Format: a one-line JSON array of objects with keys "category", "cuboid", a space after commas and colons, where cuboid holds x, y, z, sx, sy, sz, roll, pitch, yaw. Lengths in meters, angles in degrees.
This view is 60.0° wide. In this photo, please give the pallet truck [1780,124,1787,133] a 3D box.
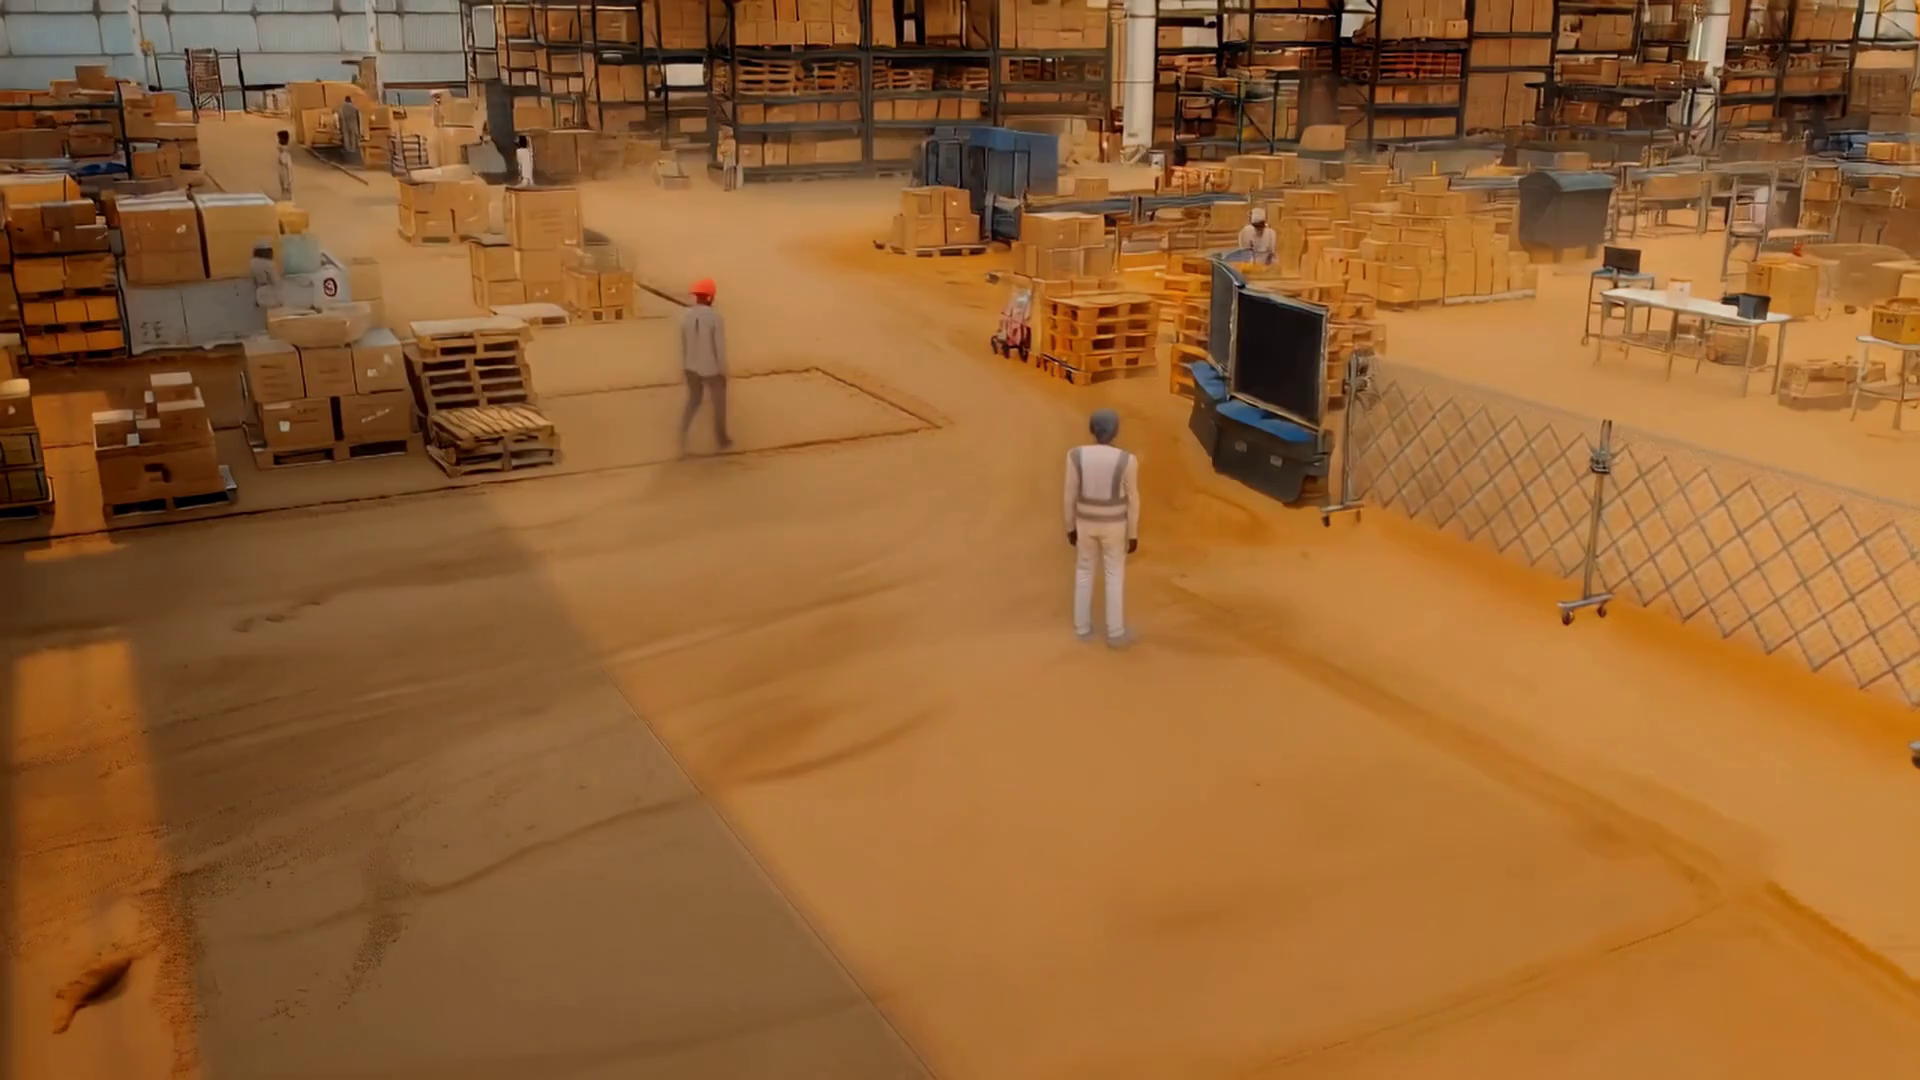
[{"category": "pallet truck", "cuboid": [25.206, -12.542, 52.601, 1.601, 1.201, 0.680, 0, 18, -2]}]

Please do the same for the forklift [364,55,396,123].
[{"category": "forklift", "cuboid": [-24.456, -18.761, 69.323, 1.873, 2.768, 1.129, -9, 20, -26]}]

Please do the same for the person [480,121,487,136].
[{"category": "person", "cuboid": [-13.390, -11.087, 47.344, 0.575, 1.662, 0.403, 7, 19, 22]}]

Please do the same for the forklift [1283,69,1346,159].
[{"category": "forklift", "cuboid": [11.615, -13.871, 54.079, 1.129, 2.768, 1.873, -9, 20, -27]}]

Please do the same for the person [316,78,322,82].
[{"category": "person", "cuboid": [-26.391, -18.080, 68.720, 0.542, 1.938, 0.358, 12, 21, 33]}]

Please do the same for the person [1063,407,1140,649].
[{"category": "person", "cuboid": [1.081, -0.089, 12.715, 0.585, 1.882, 0.337, 6, 19, 19]}]

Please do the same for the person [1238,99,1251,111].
[{"category": "person", "cuboid": [11.485, -17.506, 67.169, 0.952, 1.795, 0.644, -7, 19, -20]}]

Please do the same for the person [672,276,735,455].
[{"category": "person", "cuboid": [-2.842, -1.901, 18.238, 0.614, 1.967, 0.841, 8, 19, 23]}]

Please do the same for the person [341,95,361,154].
[{"category": "person", "cuboid": [-20.494, -13.989, 55.962, 0.627, 1.941, 0.370, 9, 20, 27]}]

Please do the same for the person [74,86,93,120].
[{"category": "person", "cuboid": [-33.004, -16.123, 62.653, 0.639, 1.922, 0.764, -3, 18, -8]}]

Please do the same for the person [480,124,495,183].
[{"category": "person", "cuboid": [-13.148, -10.783, 46.465, 0.530, 1.625, 0.370, -15, 23, -38]}]

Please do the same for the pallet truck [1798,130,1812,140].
[{"category": "pallet truck", "cuboid": [25.526, -11.556, 49.408, 1.630, 1.274, 0.653, -9, 20, -26]}]

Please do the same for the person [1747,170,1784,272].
[{"category": "person", "cuboid": [14.983, -5.916, 30.894, 0.976, 1.880, 0.541, -12, 21, -33]}]

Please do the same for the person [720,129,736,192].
[{"category": "person", "cuboid": [-6.189, -10.132, 44.414, 0.307, 1.645, 0.511, 14, 23, 37]}]

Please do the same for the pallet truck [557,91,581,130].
[{"category": "pallet truck", "cuboid": [-13.495, -14.412, 57.188, 0.823, 1.965, 1.885, -3, 18, -9]}]

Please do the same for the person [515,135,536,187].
[{"category": "person", "cuboid": [-10.286, -8.635, 39.375, 0.328, 1.877, 0.513, 16, 24, 41]}]

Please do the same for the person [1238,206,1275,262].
[{"category": "person", "cuboid": [4.585, -4.242, 25.749, 0.600, 1.830, 0.404, -1, 18, -4]}]

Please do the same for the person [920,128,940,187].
[{"category": "person", "cuboid": [-0.793, -9.229, 41.180, 0.777, 1.906, 0.560, -13, 22, -36]}]

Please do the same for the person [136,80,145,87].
[{"category": "person", "cuboid": [-32.310, -17.203, 65.893, 0.386, 1.993, 0.623, -17, 24, -42]}]

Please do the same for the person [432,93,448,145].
[{"category": "person", "cuboid": [-18.537, -15.066, 59.550, 0.965, 1.793, 0.643, -5, 18, -14]}]

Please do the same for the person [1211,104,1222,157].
[{"category": "person", "cuboid": [8.285, -13.348, 54.337, 0.513, 1.714, 0.968, -8, 20, -24]}]

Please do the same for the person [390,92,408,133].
[{"category": "person", "cuboid": [-19.662, -14.742, 58.344, 0.587, 1.920, 0.391, -3, 18, -9]}]

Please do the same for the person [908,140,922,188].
[{"category": "person", "cuboid": [-1.078, -9.219, 41.671, 0.860, 1.583, 0.531, -8, 20, -24]}]

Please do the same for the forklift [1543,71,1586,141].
[{"category": "forklift", "cuboid": [18.685, -13.231, 52.085, 1.873, 2.768, 1.129, -9, 20, -26]}]

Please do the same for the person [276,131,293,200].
[{"category": "person", "cuboid": [-16.021, -8.720, 39.516, 0.377, 1.958, 0.606, -10, 20, -29]}]

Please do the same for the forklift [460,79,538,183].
[{"category": "forklift", "cuboid": [-12.953, -11.409, 46.402, 1.873, 2.768, 1.129, -9, 20, -26]}]

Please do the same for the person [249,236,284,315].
[{"category": "person", "cuboid": [-9.642, -3.345, 23.110, 0.499, 1.724, 0.497, 9, 20, 27]}]
